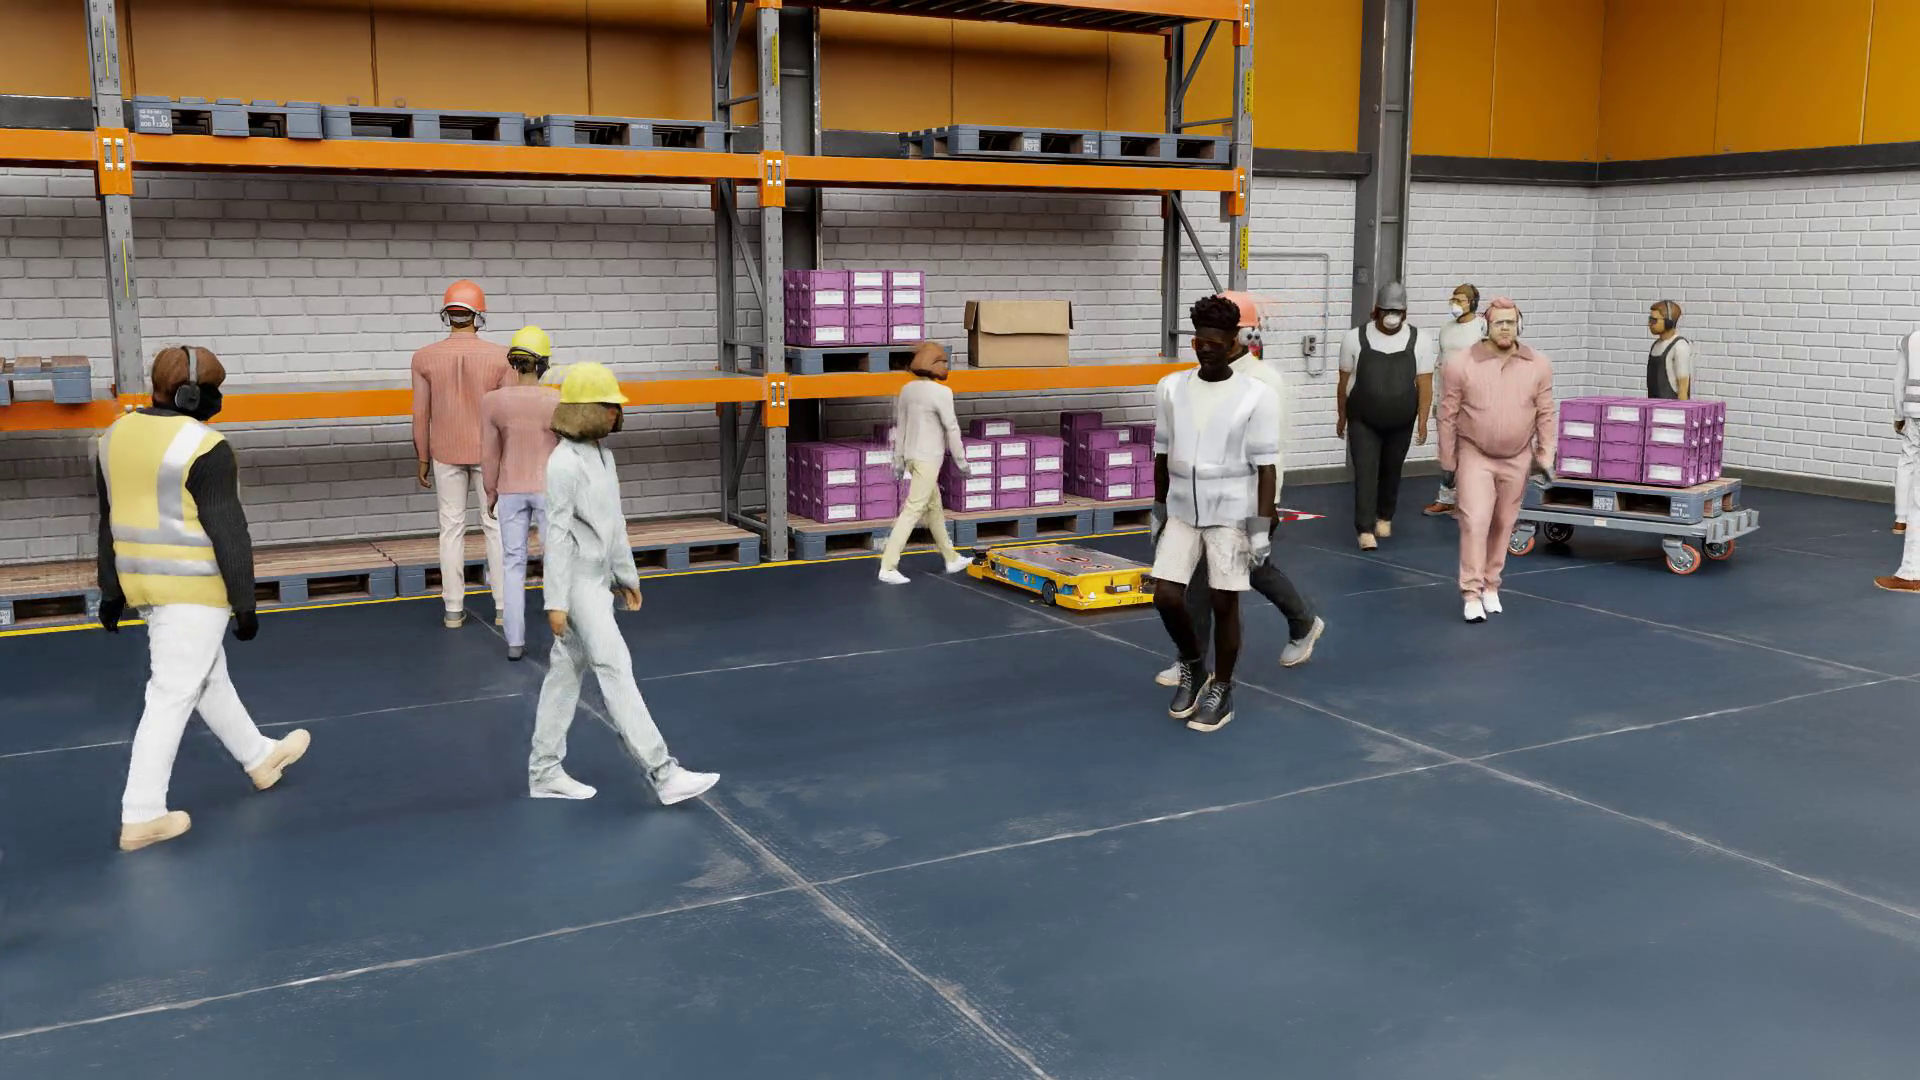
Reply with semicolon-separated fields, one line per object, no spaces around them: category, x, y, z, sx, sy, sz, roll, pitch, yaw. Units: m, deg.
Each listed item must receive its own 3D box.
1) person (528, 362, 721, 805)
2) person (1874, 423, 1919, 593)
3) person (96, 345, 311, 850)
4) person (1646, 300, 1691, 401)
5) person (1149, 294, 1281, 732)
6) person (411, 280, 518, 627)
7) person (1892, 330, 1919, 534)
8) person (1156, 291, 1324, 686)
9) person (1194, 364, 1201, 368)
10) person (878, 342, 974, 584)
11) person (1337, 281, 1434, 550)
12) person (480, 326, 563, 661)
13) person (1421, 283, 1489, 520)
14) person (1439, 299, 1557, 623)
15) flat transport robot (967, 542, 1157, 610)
person;-1.310;0.182;6.355;0.848;1.701;0.508;1;9;4
person;6.270;-0.554;10.413;0.612;1.868;0.711;-5;11;-29
person;-2.792;0.177;6.175;0.635;1.786;0.960;5;11;28
person;5.686;-0.990;13.200;0.729;1.826;0.516;0;9;-2
person;1.109;-0.106;7.382;0.643;1.949;0.420;6;11;32
person;-2.829;-0.491;9.609;0.616;1.993;0.395;-1;9;-8
person;7.451;-0.953;12.768;0.361;1.883;0.574;-4;10;-24
person;1.438;-0.260;8.331;0.917;1.969;0.625;-6;11;-33
person;1.834;-0.674;11.476;0.544;1.747;0.406;0;9;0
person;-0.222;-0.512;11.004;0.884;1.585;0.494;-7;11;-35
person;3.185;-0.984;12.476;0.683;2.000;1.026;1;9;7
person;-2.244;-0.239;8.772;0.533;1.767;0.327;0;9;2
person;4.127;-1.133;13.696;0.372;1.940;0.627;-5;11;-28
person;3.157;-0.454;9.718;0.638;1.876;0.898;0;9;2
flat transport robot;0.667;0.207;10.595;0.652;0.197;1.431;-5;11;-28
